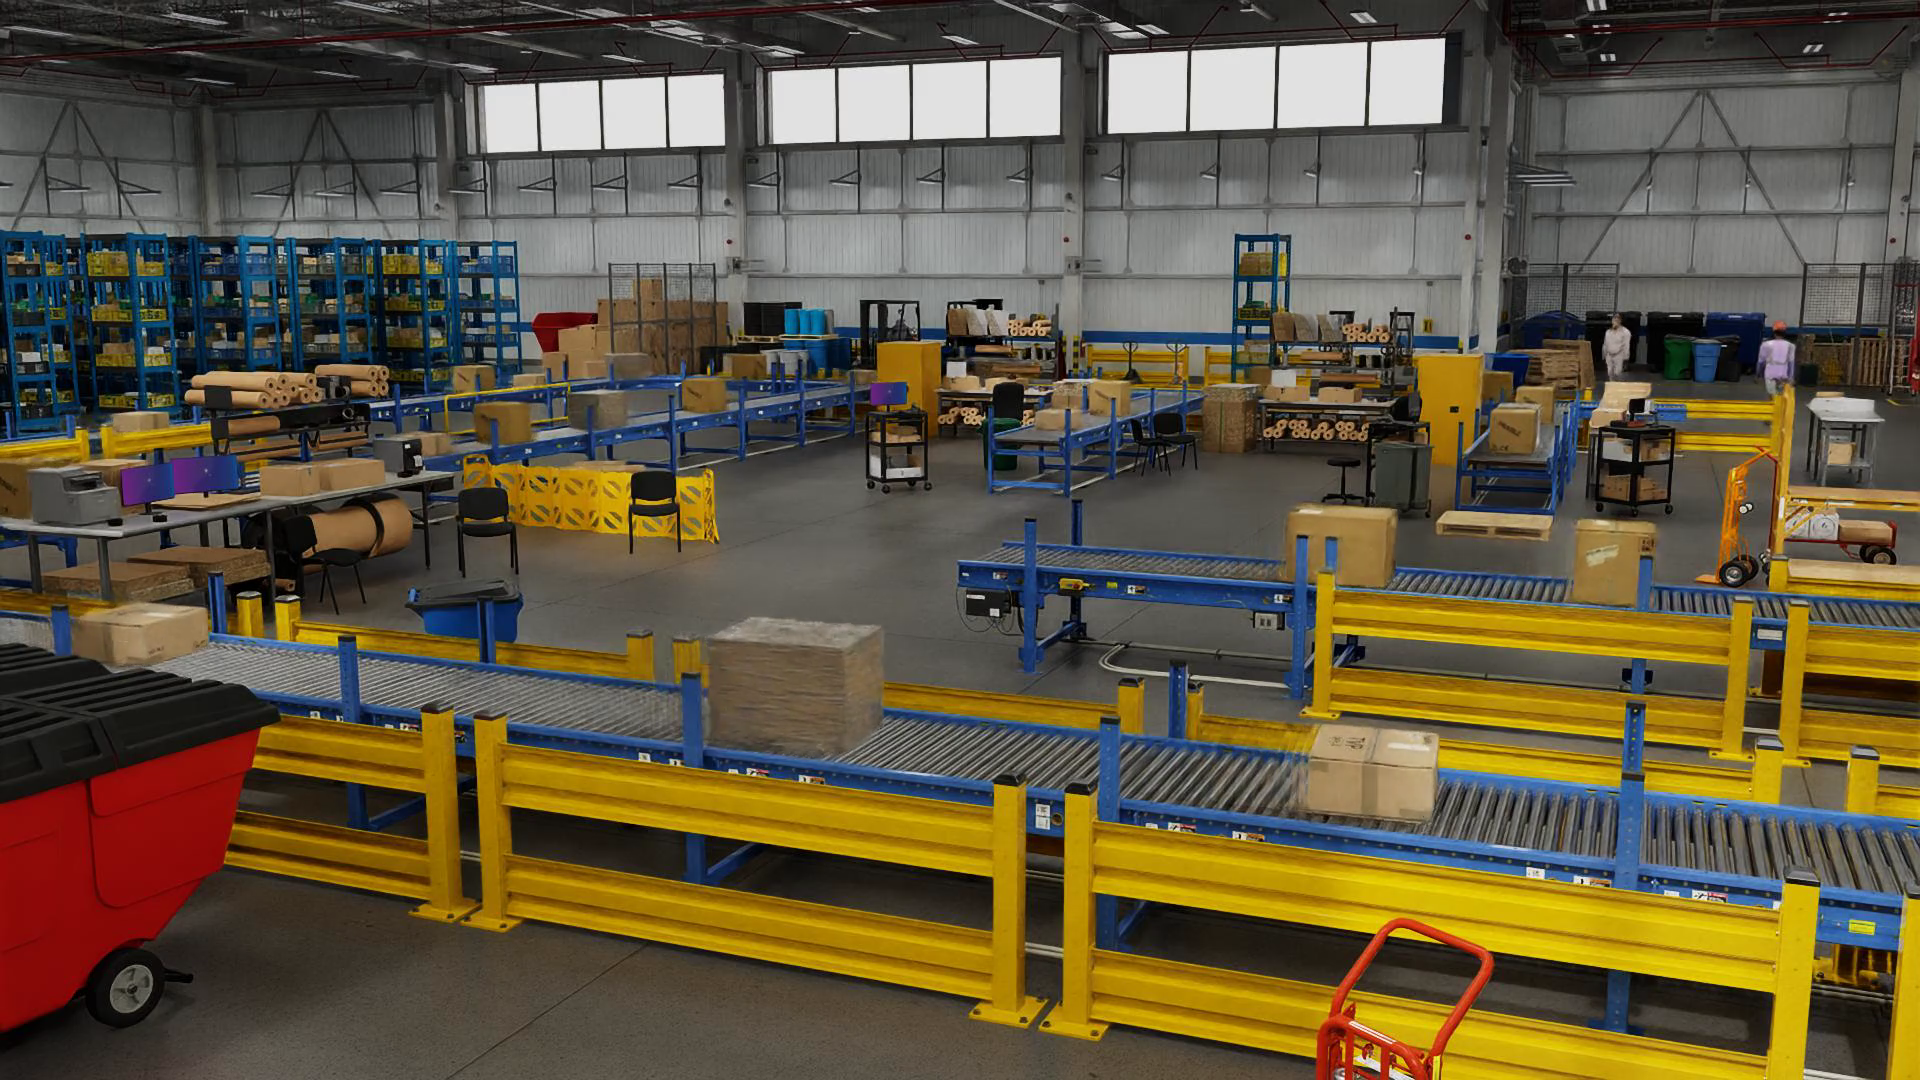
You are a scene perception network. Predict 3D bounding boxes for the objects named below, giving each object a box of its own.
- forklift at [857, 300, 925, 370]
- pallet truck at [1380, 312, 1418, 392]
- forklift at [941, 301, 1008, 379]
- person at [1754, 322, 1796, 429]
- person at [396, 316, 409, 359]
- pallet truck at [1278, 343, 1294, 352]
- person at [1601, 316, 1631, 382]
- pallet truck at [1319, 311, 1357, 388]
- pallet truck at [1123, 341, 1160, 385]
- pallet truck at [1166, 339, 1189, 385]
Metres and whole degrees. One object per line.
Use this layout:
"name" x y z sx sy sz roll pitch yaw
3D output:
"forklift" -1.732 -5.109 42.468 1.157 1.987 2.680 4 10 22
"pallet truck" 10.207 -4.283 38.369 0.823 1.965 1.885 3 10 20
"forklift" 0.365 -4.966 41.571 1.157 1.987 2.680 3 10 20
"person" 15.269 -3.079 31.171 0.614 1.976 1.099 1 9 5
"person" -15.697 -5.583 46.869 0.570 1.795 1.001 2 10 14
"pallet truck" 7.886 -4.163 39.743 0.653 1.274 1.630 4 10 22
"person" 15.070 -4.214 38.278 0.447 1.889 0.671 -6 11 -33
"pallet truck" 9.071 -4.419 39.190 0.823 1.965 1.885 5 10 26
"pallet truck" 4.445 -4.380 41.279 0.680 1.201 1.601 4 10 22
"pallet truck" 5.418 -4.269 40.420 0.704 1.261 1.522 3 10 20
